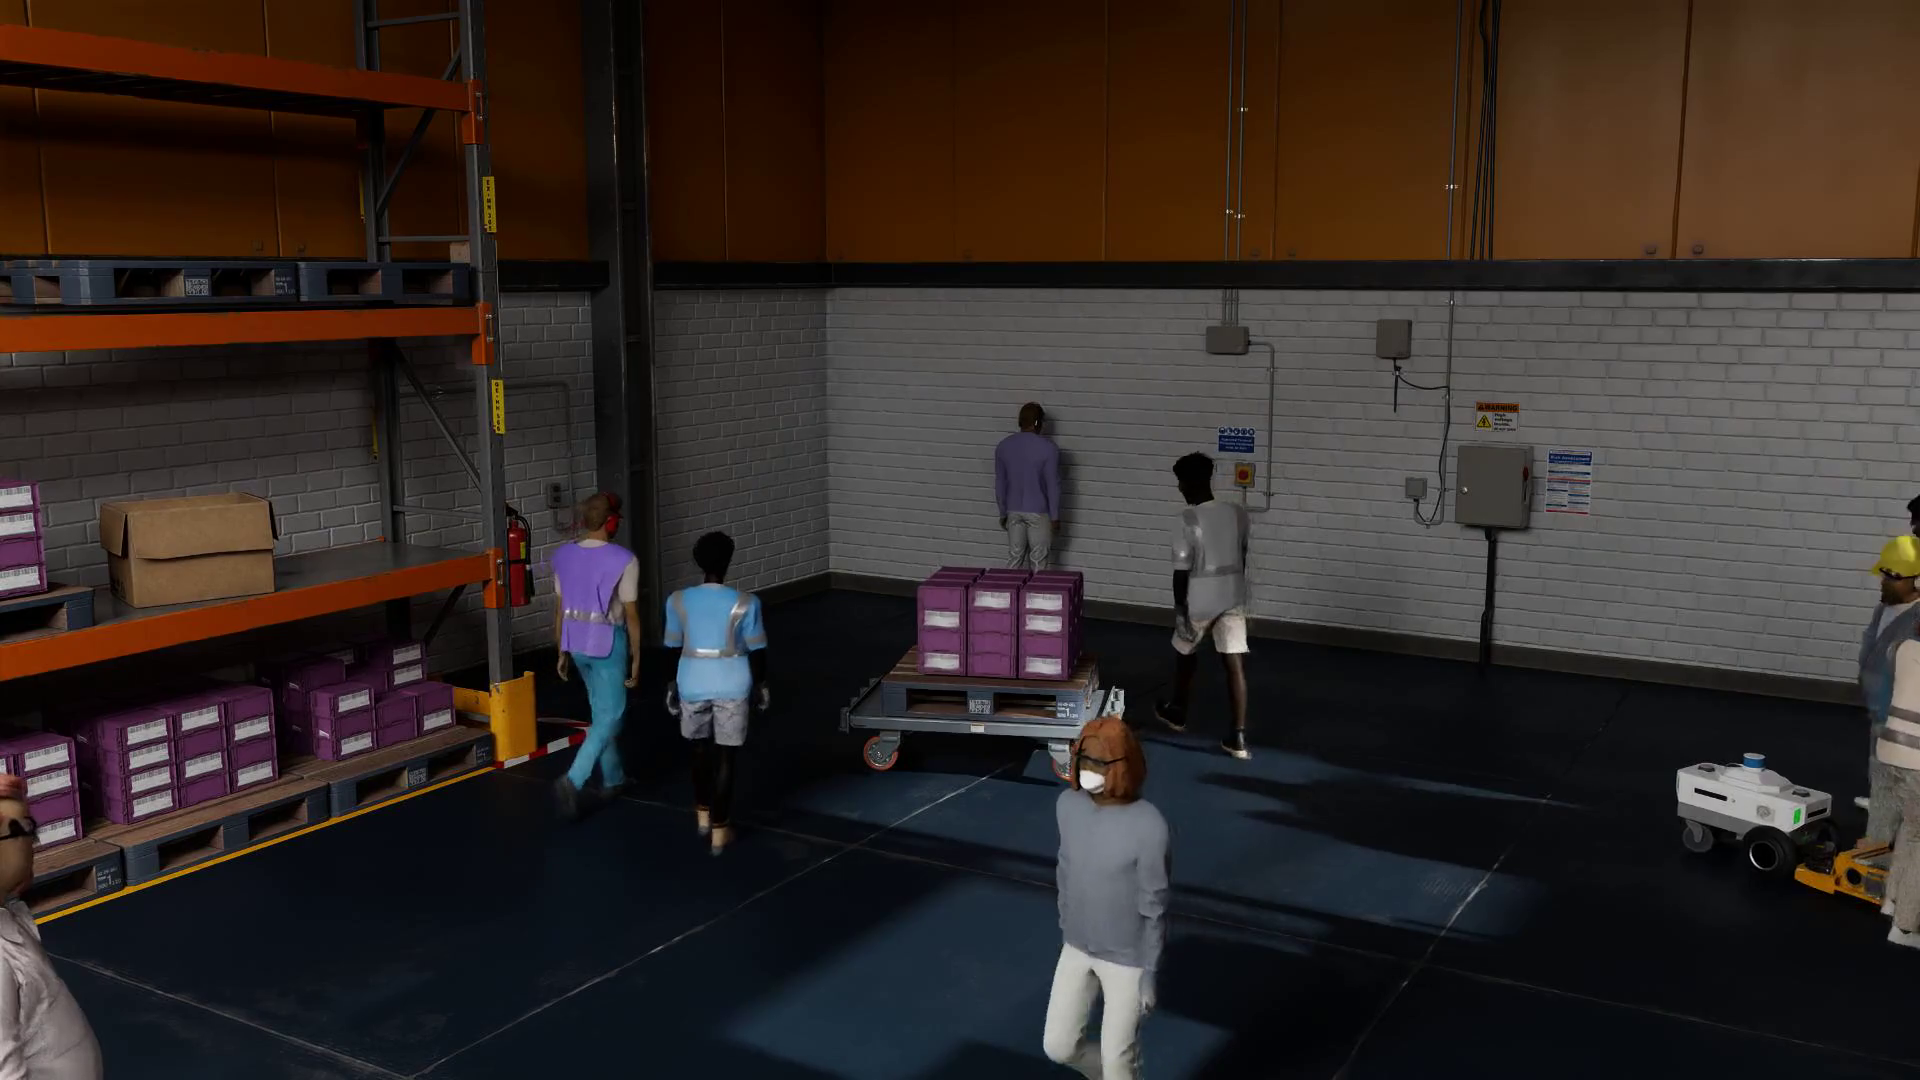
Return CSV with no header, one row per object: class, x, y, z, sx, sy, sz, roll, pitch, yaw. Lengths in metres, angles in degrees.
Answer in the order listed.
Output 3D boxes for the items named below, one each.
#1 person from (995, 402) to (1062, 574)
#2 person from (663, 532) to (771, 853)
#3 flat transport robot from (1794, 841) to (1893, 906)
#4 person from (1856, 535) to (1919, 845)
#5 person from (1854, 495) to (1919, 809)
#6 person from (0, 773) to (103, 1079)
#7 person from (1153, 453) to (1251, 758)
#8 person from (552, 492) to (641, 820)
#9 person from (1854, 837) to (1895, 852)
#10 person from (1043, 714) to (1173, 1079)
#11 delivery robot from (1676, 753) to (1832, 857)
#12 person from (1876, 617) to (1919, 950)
person,0.594,-0.219,14.327,0.628,1.933,0.378,6,11,34
person,-1.267,0.784,8.835,0.548,1.678,0.589,1,9,9
flat transport robot,4.748,1.664,7.743,0.652,0.197,1.431,-5,10,-28
person,4.718,0.851,8.149,0.675,1.792,0.615,1,9,9
person,5.333,0.662,9.176,0.543,1.814,0.731,-6,11,-31
person,-2.204,1.469,3.867,0.411,1.909,0.643,-8,12,-39
person,1.577,0.385,10.669,0.656,1.895,0.997,-3,10,-19
person,-2.062,0.641,9.359,0.565,1.813,0.804,4,10,25
person,4.841,0.772,7.804,0.764,2.000,1.047,-4,10,-23
person,0.497,1.359,5.444,0.504,1.621,0.405,9,13,43
delivery robot,4.076,1.343,8.573,0.477,0.478,0.707,-6,11,-33
person,4.347,1.025,7.579,0.454,1.610,0.546,-2,9,-13
